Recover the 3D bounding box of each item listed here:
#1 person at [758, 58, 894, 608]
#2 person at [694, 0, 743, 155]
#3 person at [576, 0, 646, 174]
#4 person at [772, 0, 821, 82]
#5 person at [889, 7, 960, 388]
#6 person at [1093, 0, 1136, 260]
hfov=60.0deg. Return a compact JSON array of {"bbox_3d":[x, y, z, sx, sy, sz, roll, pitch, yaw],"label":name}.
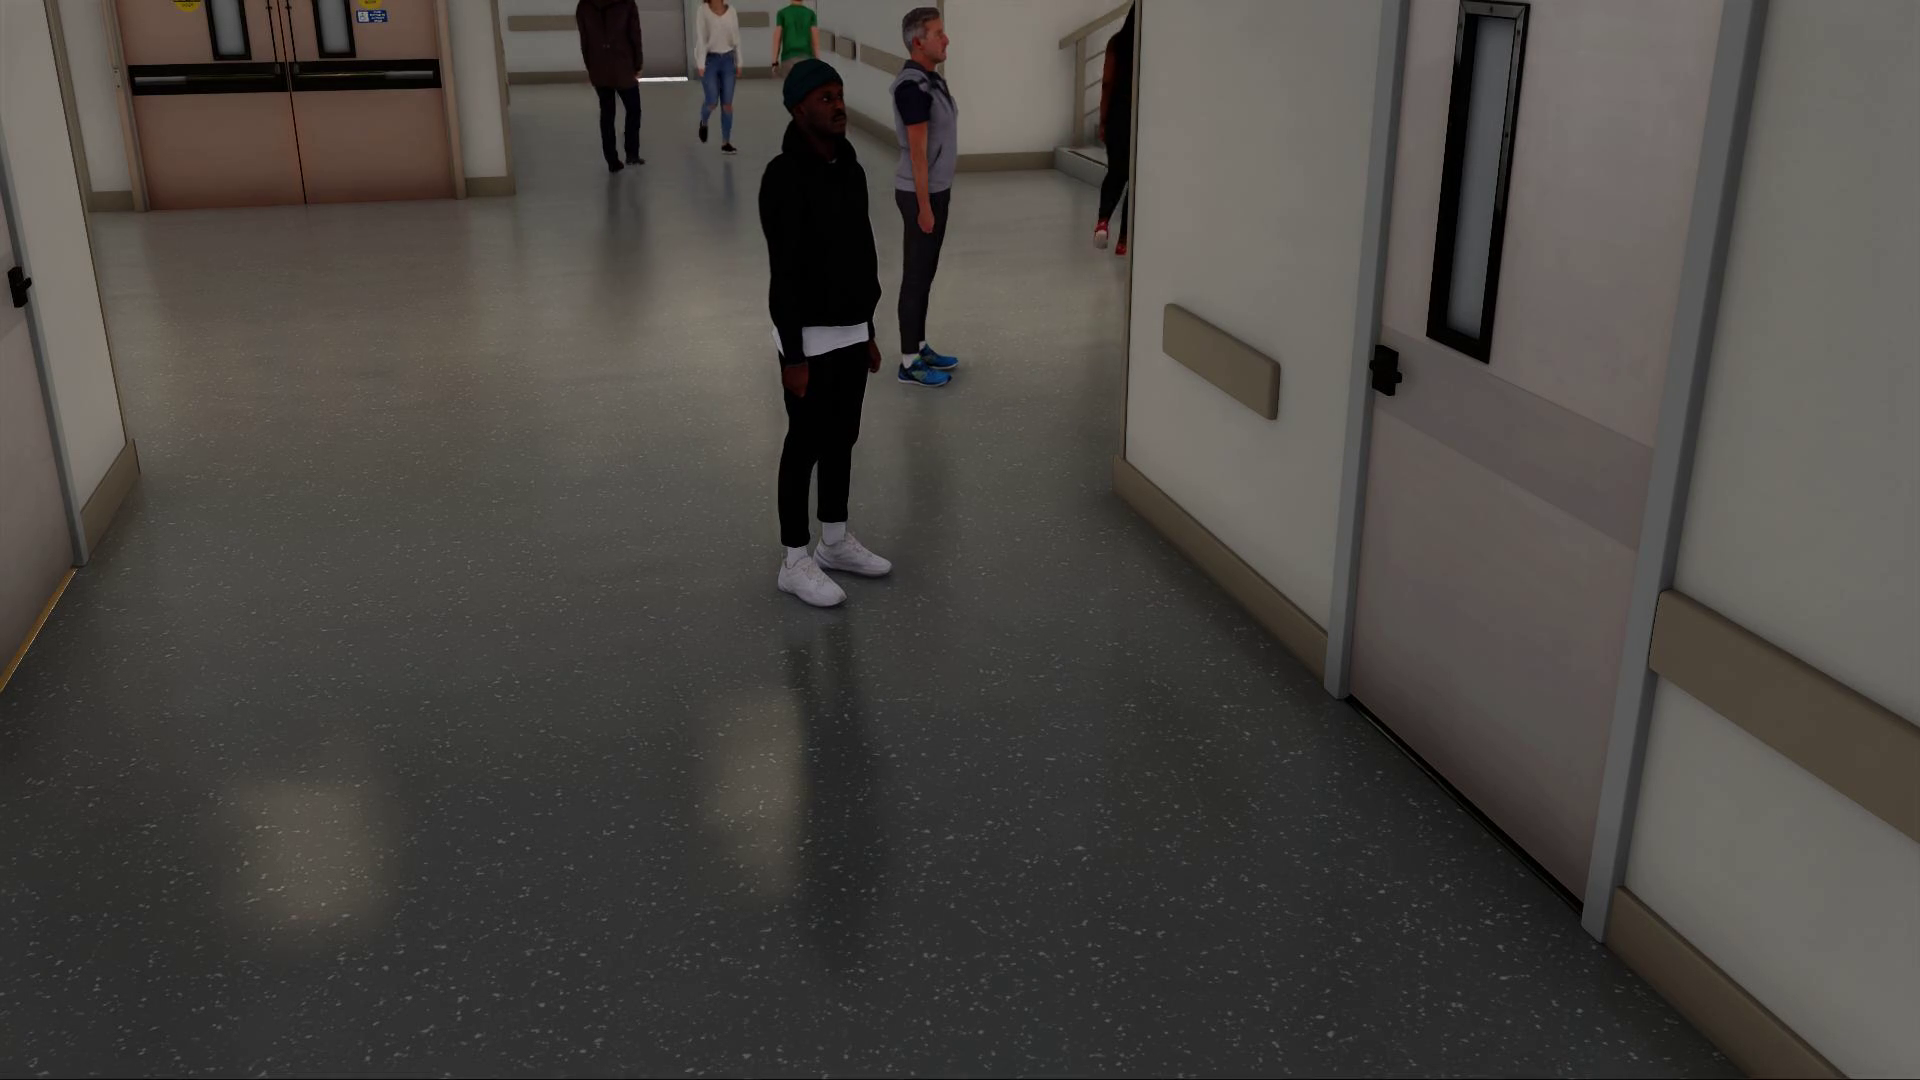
[{"bbox_3d":[-0.474,-0.708,5.680,0.817,1.818,0.751,12,24,29],"label":"person"},{"bbox_3d":[-2.391,-4.605,16.169,0.835,1.677,0.816,-12,24,-30],"label":"person"},{"bbox_3d":[-3.152,-4.228,14.955,0.760,1.831,0.905,1,21,3],"label":"person"},{"bbox_3d":[-1.577,-4.644,16.348,0.975,1.623,0.681,-7,22,-17],"label":"person"},{"bbox_3d":[-0.190,-1.713,8.319,0.710,1.829,0.762,2,21,6],"label":"person"},{"bbox_3d":[1.158,-2.755,11.124,0.834,1.791,0.896,9,22,22],"label":"person"}]
